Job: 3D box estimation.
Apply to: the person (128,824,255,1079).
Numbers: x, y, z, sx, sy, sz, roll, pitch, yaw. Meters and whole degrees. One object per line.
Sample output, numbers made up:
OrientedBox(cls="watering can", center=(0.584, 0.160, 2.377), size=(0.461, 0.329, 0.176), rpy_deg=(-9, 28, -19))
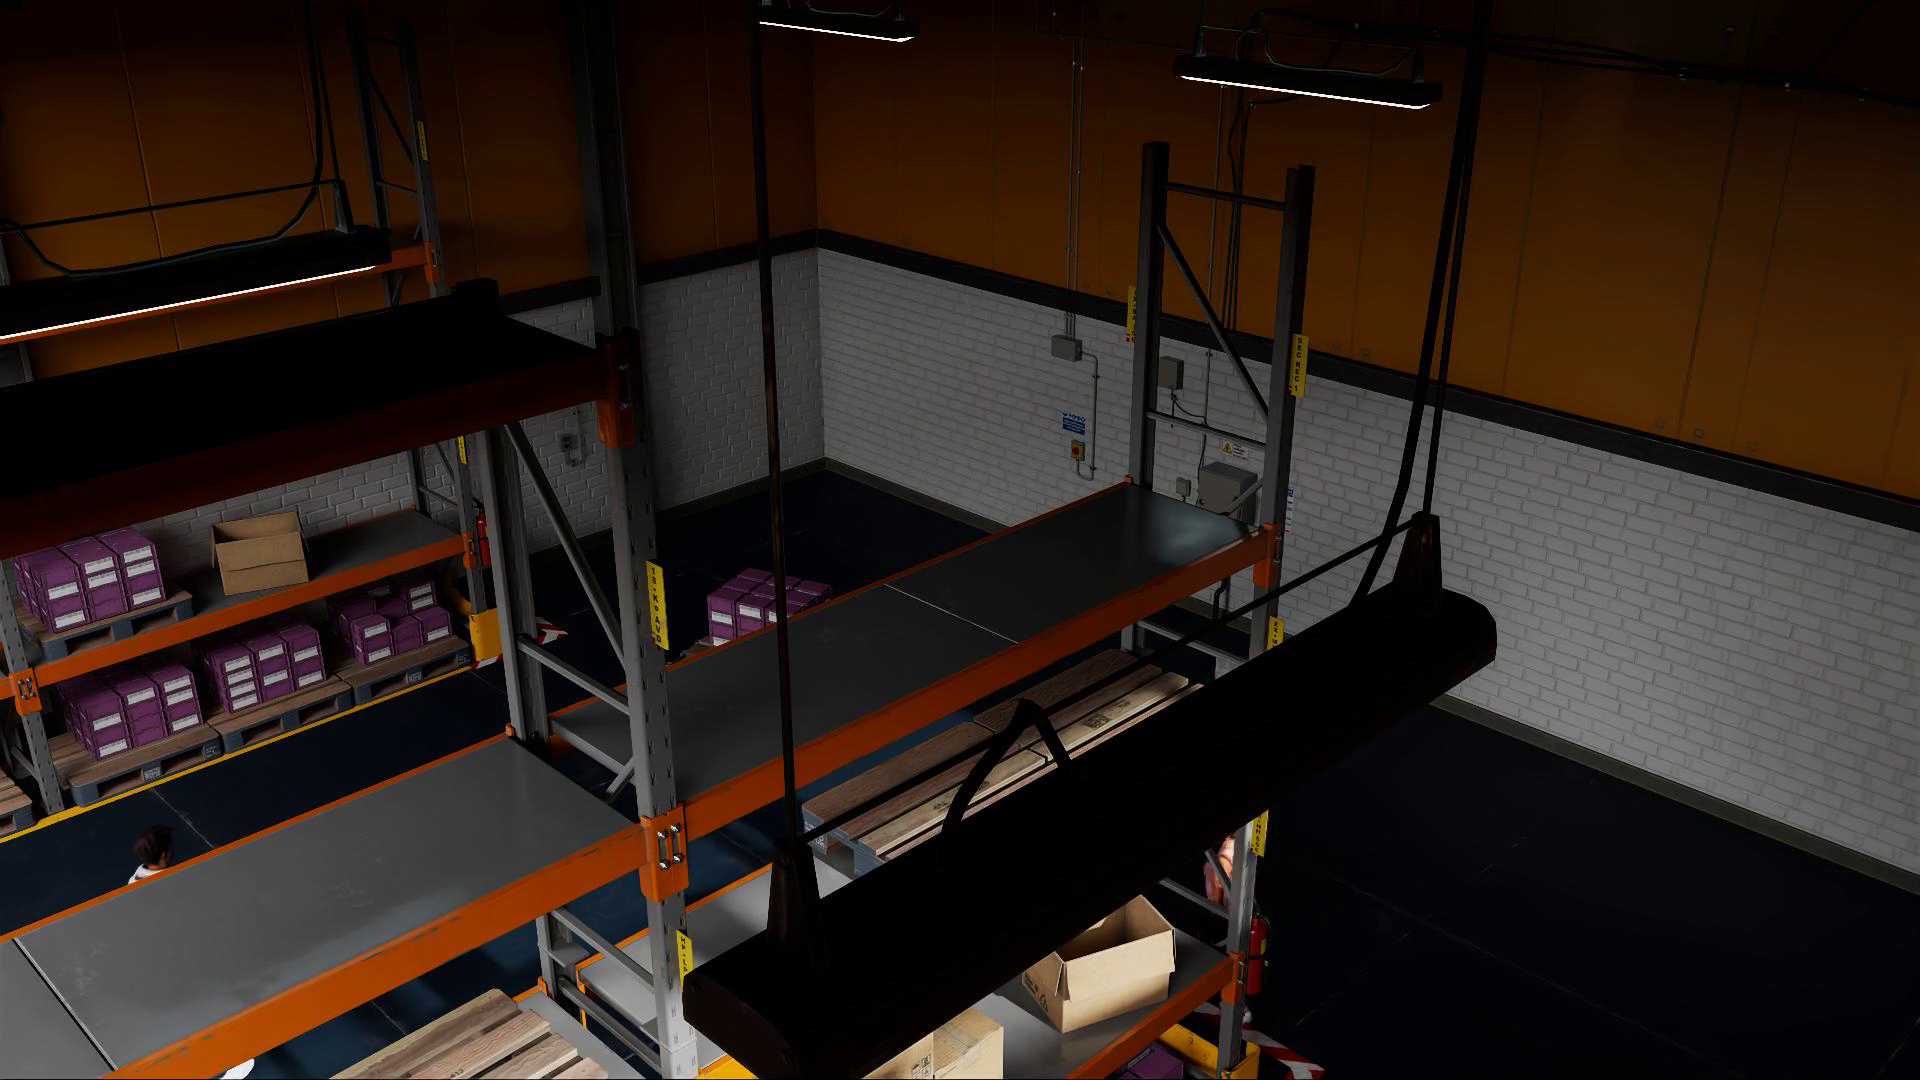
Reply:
OrientedBox(cls="person", center=(-4.916, 2.645, 10.486), size=(0.776, 1.930, 0.780), rpy_deg=(6, 24, 14))
